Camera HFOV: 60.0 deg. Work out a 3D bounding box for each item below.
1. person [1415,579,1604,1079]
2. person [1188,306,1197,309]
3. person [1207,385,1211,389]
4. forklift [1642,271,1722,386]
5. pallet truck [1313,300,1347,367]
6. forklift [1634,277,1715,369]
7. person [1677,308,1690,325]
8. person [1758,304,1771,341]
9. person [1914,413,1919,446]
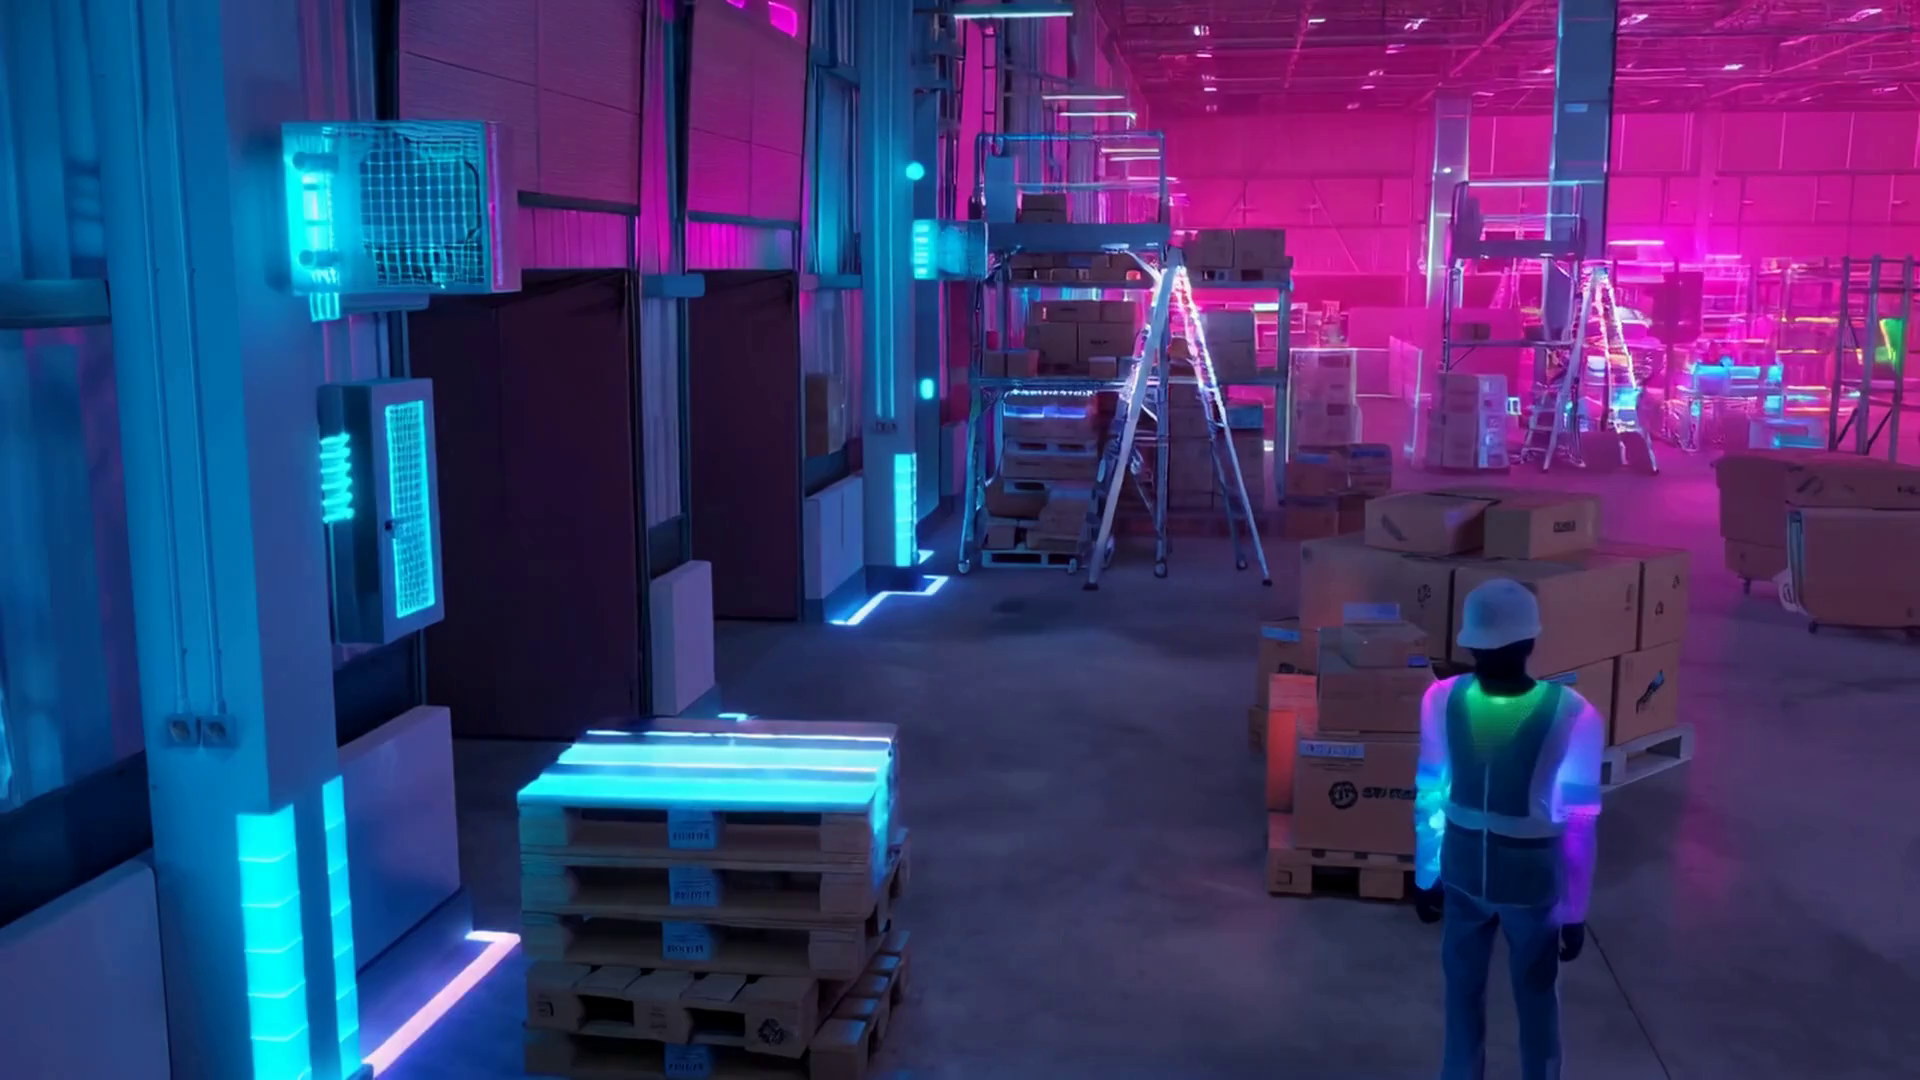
[{"bbox_3d":[1.674,1.061,5.189,0.587,1.918,0.399,8,12,41],"label":"person"},{"bbox_3d":[6.216,-5.351,44.705,0.544,1.930,0.389,-5,11,-29],"label":"person"},{"bbox_3d":[5.210,-3.649,35.123,0.323,1.632,0.524,-5,10,-28],"label":"person"},{"bbox_3d":[17.405,-5.066,40.009,1.129,2.768,1.873,-3,10,-19],"label":"forklift"},{"bbox_3d":[11.159,-6.200,49.718,0.823,1.965,1.885,4,10,26],"label":"pallet truck"},{"bbox_3d":[20.351,-6.222,47.138,1.873,2.768,1.129,-3,10,-17],"label":"forklift"},{"bbox_3d":[18.000,-4.814,41.443,0.578,1.905,0.859,9,13,43],"label":"person"},{"bbox_3d":[22.186,-5.551,45.927,0.357,1.931,0.629,3,10,21],"label":"person"},{"bbox_3d":[15.709,-2.368,26.894,0.320,1.738,0.486,8,12,42],"label":"person"}]
